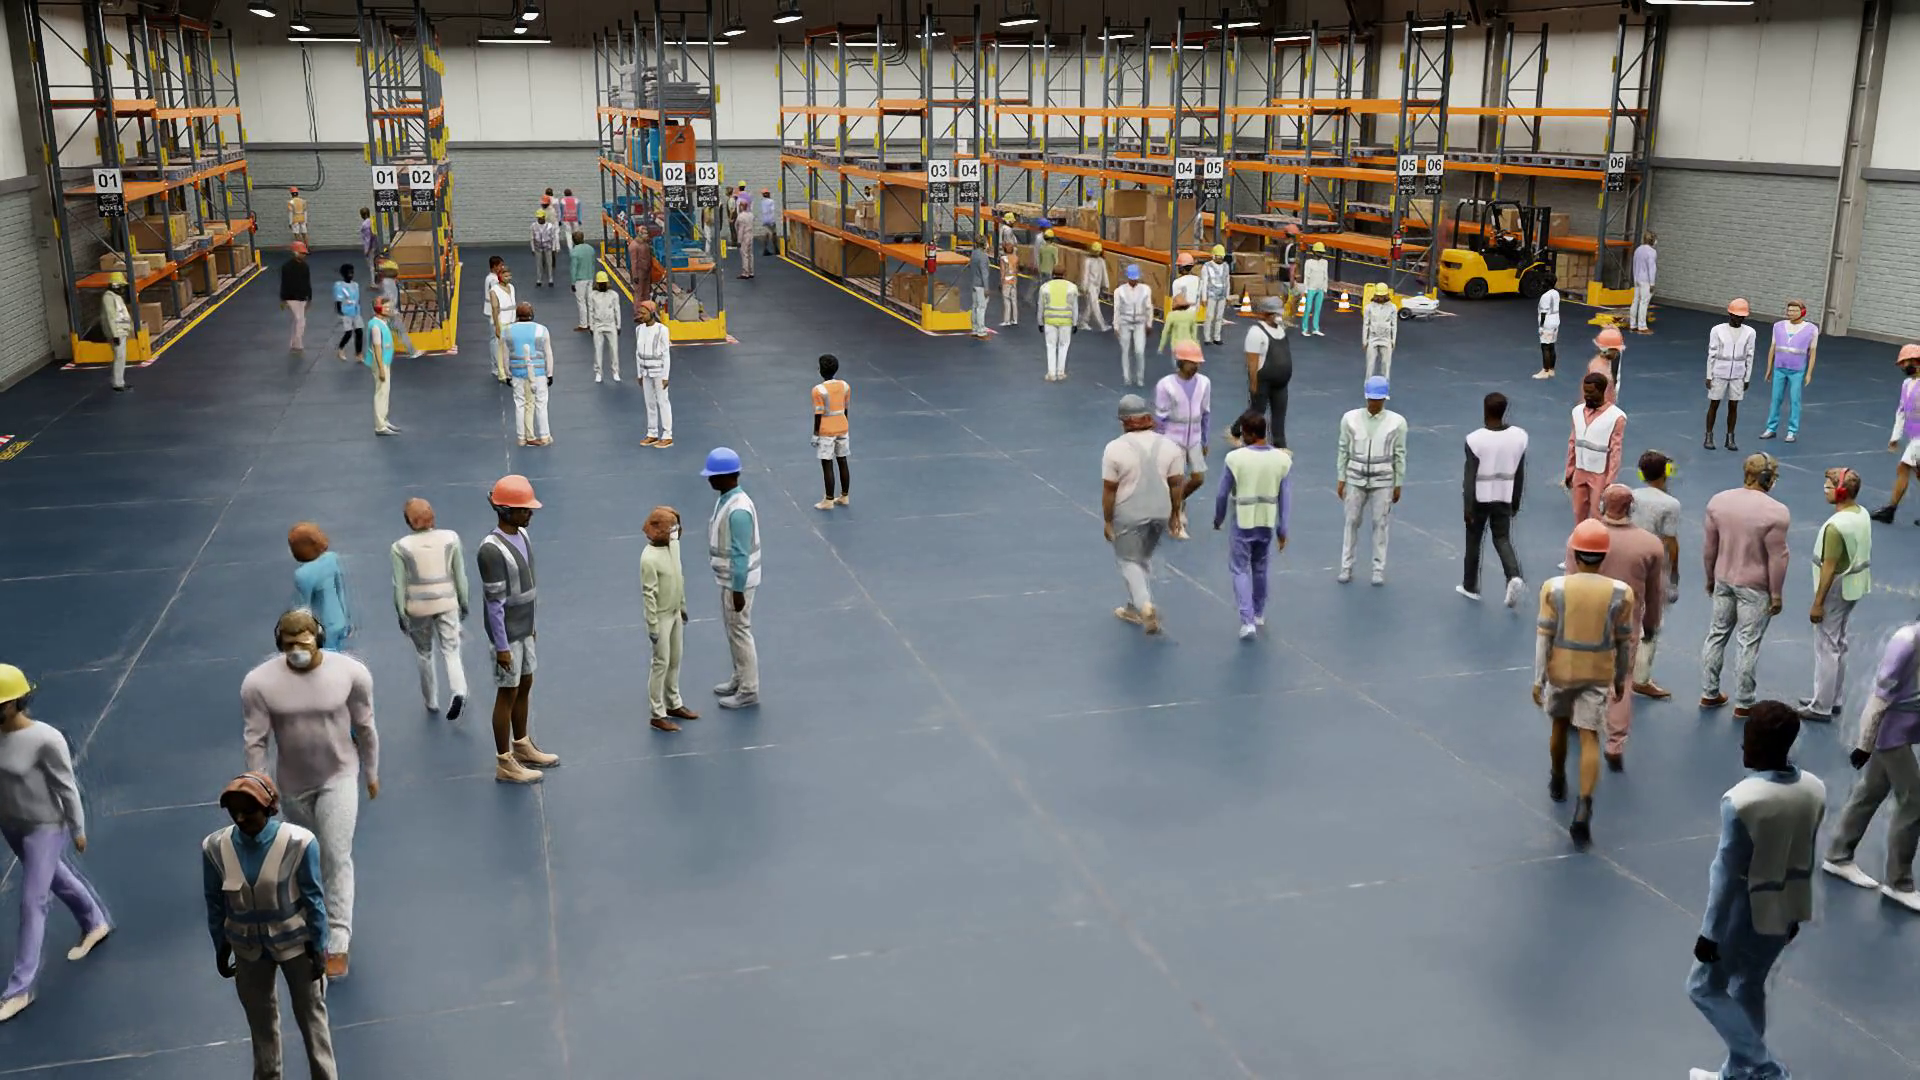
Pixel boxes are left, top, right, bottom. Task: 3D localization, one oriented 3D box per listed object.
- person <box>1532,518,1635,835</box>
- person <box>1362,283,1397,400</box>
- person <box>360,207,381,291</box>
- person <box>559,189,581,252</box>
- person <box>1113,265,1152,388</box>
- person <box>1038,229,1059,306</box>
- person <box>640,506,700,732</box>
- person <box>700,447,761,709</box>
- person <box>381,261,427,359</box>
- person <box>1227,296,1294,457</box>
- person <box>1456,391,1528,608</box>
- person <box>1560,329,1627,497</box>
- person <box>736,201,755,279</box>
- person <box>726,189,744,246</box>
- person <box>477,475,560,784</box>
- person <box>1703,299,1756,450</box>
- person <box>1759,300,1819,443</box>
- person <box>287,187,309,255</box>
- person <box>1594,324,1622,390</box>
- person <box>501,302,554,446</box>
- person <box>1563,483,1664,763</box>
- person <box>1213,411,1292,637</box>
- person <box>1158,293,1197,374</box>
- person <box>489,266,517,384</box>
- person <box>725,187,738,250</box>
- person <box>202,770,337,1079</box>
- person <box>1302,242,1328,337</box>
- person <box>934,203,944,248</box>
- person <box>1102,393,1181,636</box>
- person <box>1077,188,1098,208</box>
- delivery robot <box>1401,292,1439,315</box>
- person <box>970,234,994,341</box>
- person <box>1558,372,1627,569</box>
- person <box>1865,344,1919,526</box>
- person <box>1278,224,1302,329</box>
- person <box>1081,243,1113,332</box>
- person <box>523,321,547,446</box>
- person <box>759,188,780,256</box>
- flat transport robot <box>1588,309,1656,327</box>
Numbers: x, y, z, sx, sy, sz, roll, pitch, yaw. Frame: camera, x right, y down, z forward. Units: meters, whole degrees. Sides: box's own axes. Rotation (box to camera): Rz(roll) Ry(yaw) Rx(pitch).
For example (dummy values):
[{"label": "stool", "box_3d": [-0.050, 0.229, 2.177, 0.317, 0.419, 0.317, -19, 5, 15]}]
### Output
[{"label": "person", "box_3d": [3.791, 0.818, 10.150, 0.554, 1.901, 0.975, 5, 16, 18]}, {"label": "person", "box_3d": [6.197, -2.939, 24.593, 0.491, 1.728, 0.324, 2, 15, 6]}, {"label": "person", "box_3d": [-13.639, -6.722, 38.438, 0.371, 1.935, 0.627, -2, 15, -6]}, {"label": "person", "box_3d": [-11.384, -9.315, 48.447, 0.626, 1.802, 0.789, -6, 16, -22]}, {"label": "person", "box_3d": [2.643, -3.267, 25.504, 0.612, 1.905, 0.588, 0, 15, -1]}, {"label": "person", "box_3d": [1.803, -5.530, 34.290, 0.564, 1.751, 0.543, -13, 20, -41]}, {"label": "person", "box_3d": [-2.061, 0.545, 11.686, 0.298, 1.622, 0.507, 4, 15, 15]}, {"label": "person", "box_3d": [-1.656, 0.270, 12.128, 0.418, 1.938, 0.616, -4, 15, -15]}, {"label": "person", "box_3d": [-9.608, -3.880, 28.218, 0.925, 1.674, 0.521, 0, 15, 0]}, {"label": "person", "box_3d": [3.782, -2.068, 20.720, 0.688, 2.000, 0.845, -12, 19, -39]}, {"label": "person", "box_3d": [4.669, -0.352, 14.539, 0.597, 1.901, 0.795, -2, 15, -8]}, {"label": "person", "box_3d": [6.912, -1.292, 17.915, 0.608, 1.976, 0.647, 4, 15, 15]}, {"label": "person", "box_3d": [-5.334, -7.421, 41.117, 0.405, 1.911, 0.636, 6, 16, 23]}, {"label": "person", "box_3d": [-6.763, -9.754, 50.291, 0.562, 1.692, 0.881, 4, 15, 15]}, {"label": "person", "box_3d": [-2.866, 0.575, 10.793, 0.404, 2.035, 0.606, 2, 15, 6]}, {"label": "person", "box_3d": [9.722, -2.087, 21.012, 0.543, 1.929, 0.385, 3, 15, 11]}, {"label": "person", "box_3d": [10.775, -2.198, 21.581, 0.372, 1.843, 0.570, -13, 20, -41]}, {"label": "person", "box_3d": [-18.773, -9.031, 47.132, 0.375, 1.930, 0.542, 13, 20, 40]}, {"label": "person", "box_3d": [8.102, -1.892, 20.850, 0.313, 1.633, 0.519, 1, 15, 3]}, {"label": "person", "box_3d": [-5.519, -2.123, 21.308, 0.633, 1.843, 0.429, -2, 15, -7]}, {"label": "person", "box_3d": [4.402, 0.538, 11.287, 0.671, 1.858, 1.007, 3, 15, 11]}, {"label": "person", "box_3d": [2.420, -0.136, 13.765, 0.591, 1.884, 0.750, -5, 16, -17]}, {"label": "person", "box_3d": [3.247, -2.802, 24.326, 0.560, 1.591, 0.824, -7, 16, -24]}, {"label": "person", "box_3d": [-7.110, -3.352, 25.957, 0.401, 1.831, 0.571, 4, 15, 16]}, {"label": "person", "box_3d": [-6.735, -9.485, 49.024, 0.346, 1.839, 0.500, -1, 15, -3]}, {"label": "person", "box_3d": [-2.952, 1.751, 7.138, 0.508, 1.628, 0.318, 0, 15, -1]}, {"label": "person", "box_3d": [6.648, -4.684, 31.104, 0.523, 1.761, 0.347, -7, 16, -24]}, {"label": "person", "box_3d": [-0.589, -9.242, 48.297, 0.346, 1.737, 0.486, -1, 15, -5]}, {"label": "person", "box_3d": [1.525, -0.226, 13.789, 0.696, 2.000, 0.810, -7, 16, -25]}, {"label": "person", "box_3d": [3.546, -8.852, 46.484, 0.674, 1.917, 0.470, -1, 15, -3]}, {"label": "delivery robot", "box_3d": [9.229, -4.722, 33.374, 0.707, 0.478, 0.477, 8, 17, 27]}, {"label": "person", "box_3d": [0.385, -4.648, 30.626, 0.372, 1.940, 0.630, -6, 16, -20]}, {"label": "person", "box_3d": [5.916, -0.625, 15.552, 0.402, 1.908, 0.599, -7, 17, -26]}, {"label": "person", "box_3d": [9.911, -1.081, 17.332, 0.804, 1.870, 0.625, 3, 15, 10]}, {"label": "person", "box_3d": [6.383, -5.051, 31.976, 0.618, 2.019, 0.631, -3, 15, -12]}, {"label": "person", "box_3d": [2.629, -4.816, 31.739, 0.495, 1.687, 0.930, -14, 20, -43]}, {"label": "person", "box_3d": [-5.527, -2.028, 21.342, 0.277, 1.636, 0.507, -7, 16, -25]}, {"label": "person", "box_3d": [-5.401, -9.051, 47.317, 0.628, 1.869, 0.883, 7, 17, 26]}, {"label": "flat transport robot", "box_3d": [13.091, -4.393, 32.860, 1.431, 0.197, 0.652, -12, 19, -38]}]
